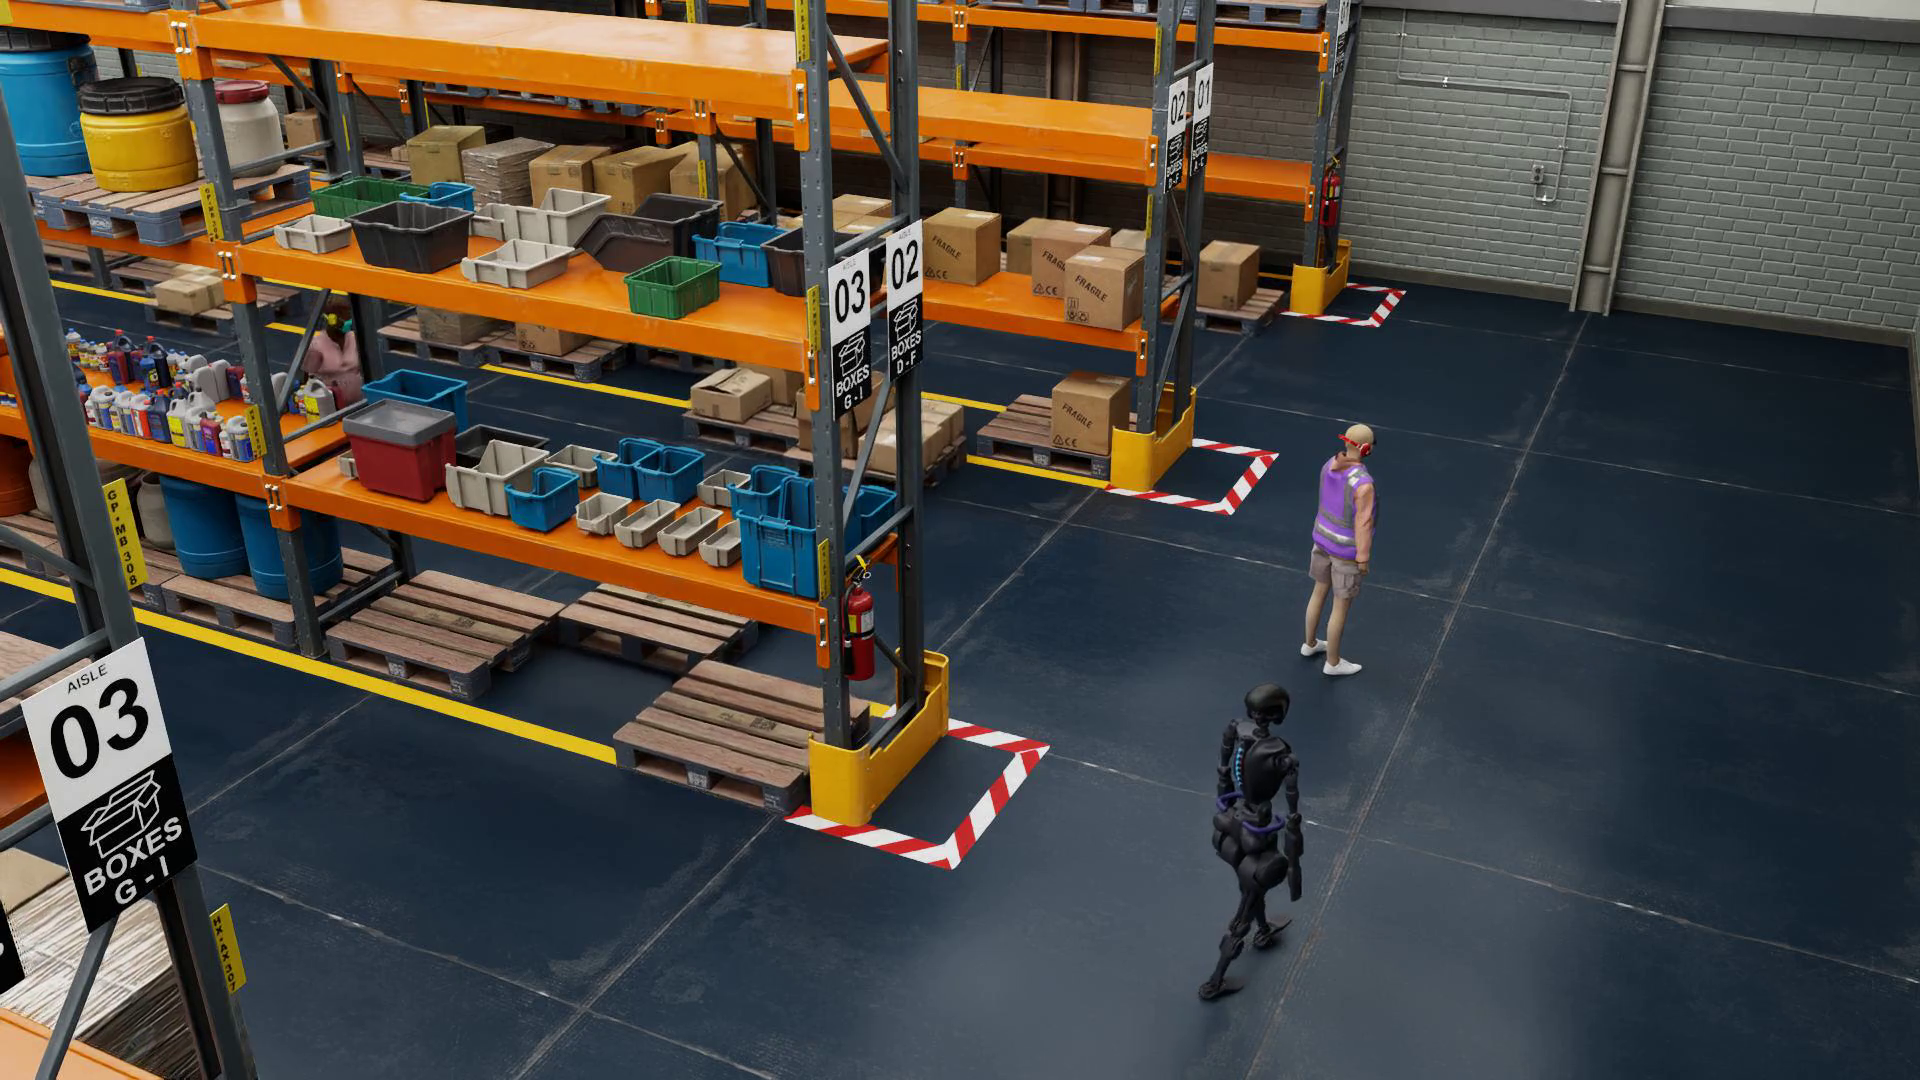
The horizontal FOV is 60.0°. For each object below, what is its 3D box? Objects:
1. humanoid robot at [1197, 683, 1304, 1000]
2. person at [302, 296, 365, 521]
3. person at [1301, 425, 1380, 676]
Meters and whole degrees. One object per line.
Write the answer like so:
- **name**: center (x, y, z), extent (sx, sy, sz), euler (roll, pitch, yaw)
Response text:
- **humanoid robot**: center (1.439, 1.392, 7.919), extent (0.713, 1.631, 0.601), euler (-15, 30, -28)
- **person**: center (-4.713, -1.007, 12.647), extent (0.561, 1.765, 0.532), euler (18, 31, 32)
- **person**: center (2.426, 0.057, 10.590), extent (0.349, 1.688, 0.491), euler (-11, 28, -21)
